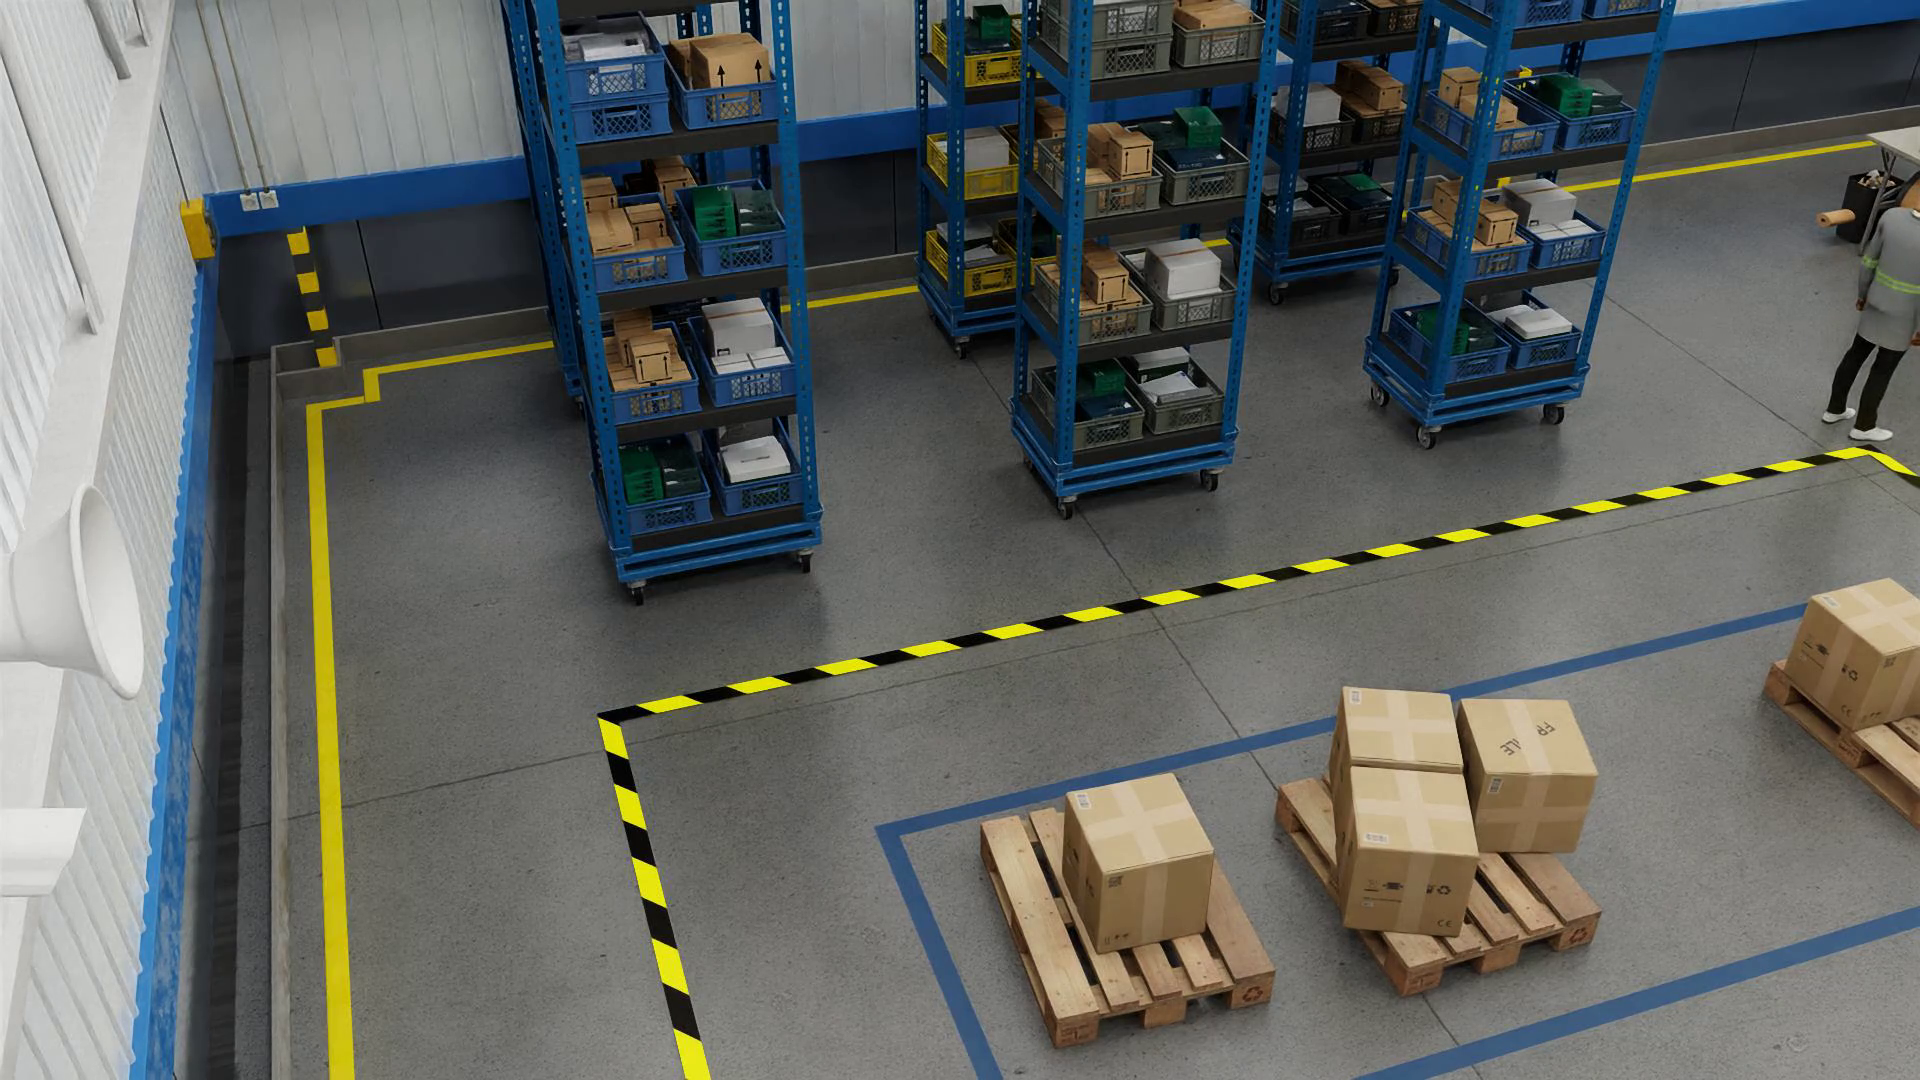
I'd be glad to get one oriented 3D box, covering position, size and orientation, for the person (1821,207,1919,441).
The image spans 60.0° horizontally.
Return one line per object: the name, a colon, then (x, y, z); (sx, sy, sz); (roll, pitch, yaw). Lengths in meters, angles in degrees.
person: (6.113, -1.523, 10.841); (0.398, 1.851, 0.593); (-11, 37, -15)
